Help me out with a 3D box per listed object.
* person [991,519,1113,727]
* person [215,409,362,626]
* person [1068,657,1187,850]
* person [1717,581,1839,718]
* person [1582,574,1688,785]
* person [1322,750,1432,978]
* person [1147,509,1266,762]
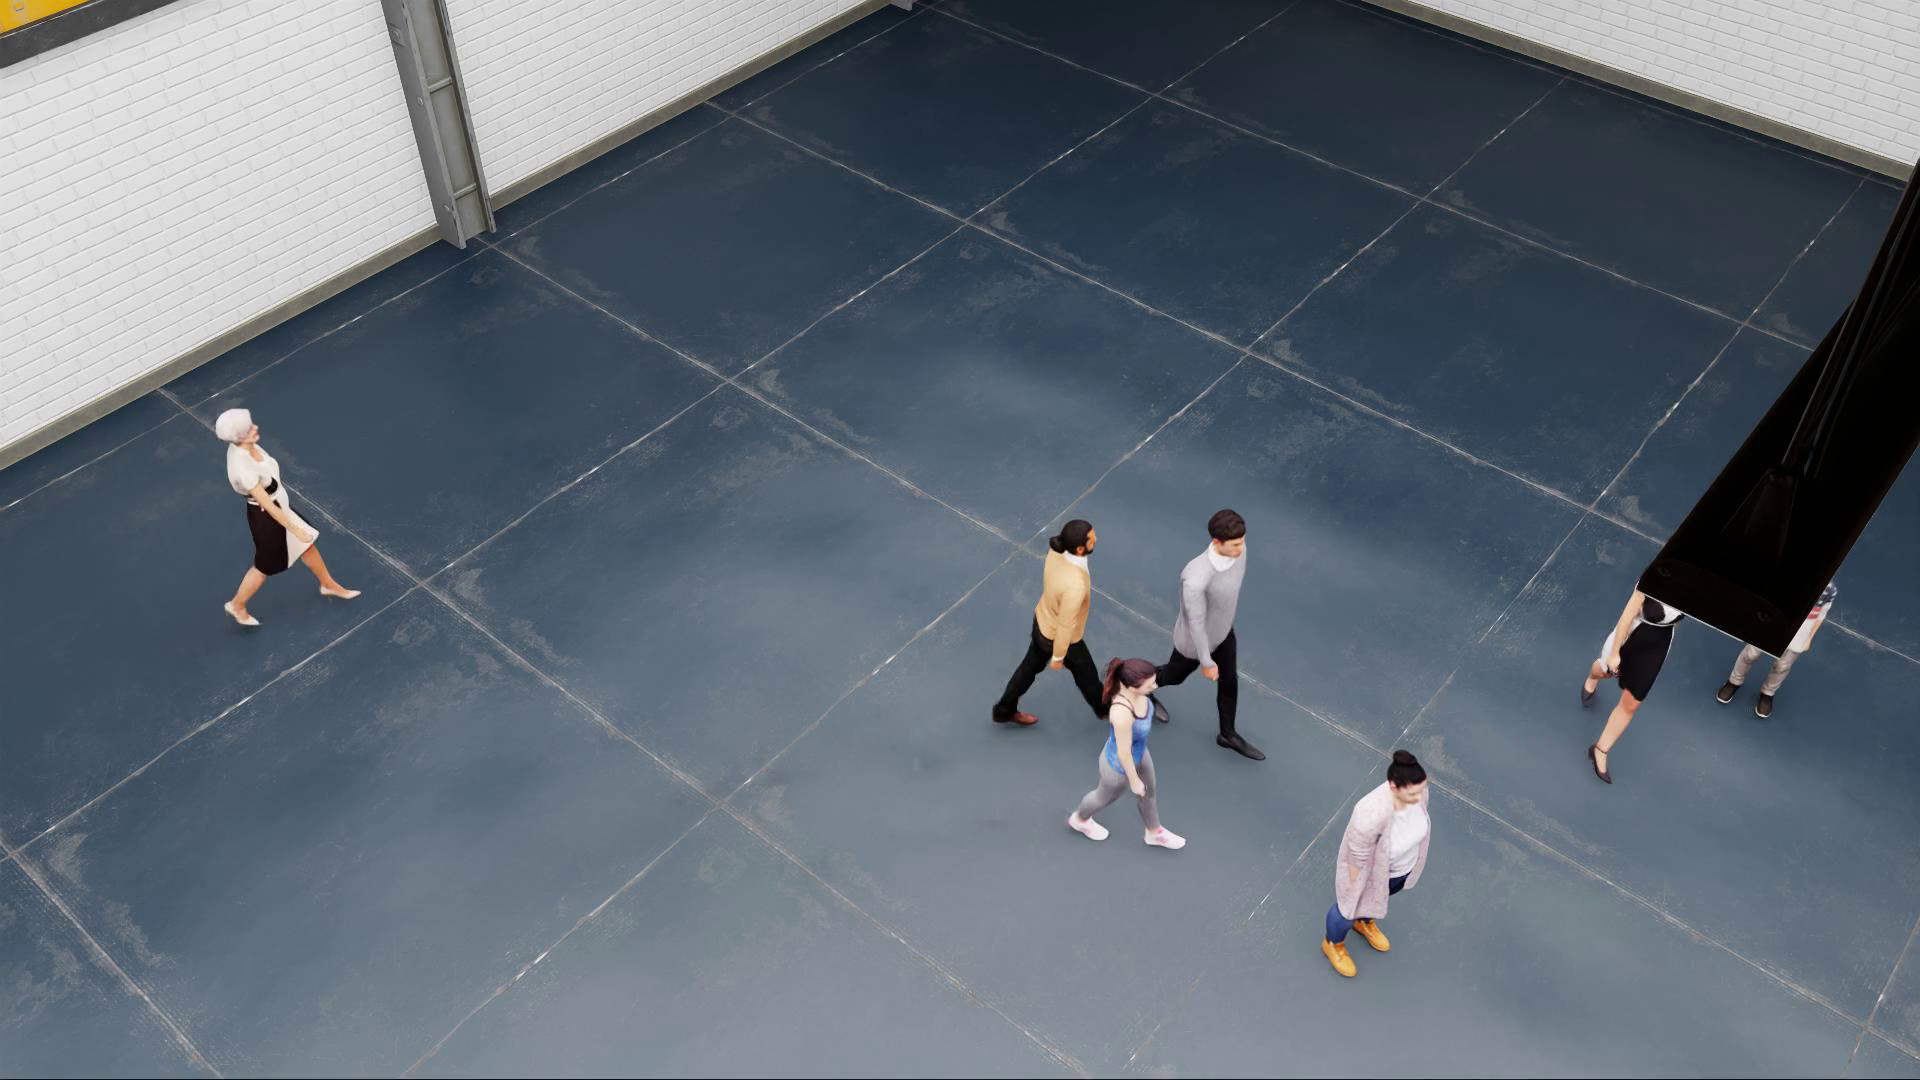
[{"bbox_3d":[0.528,0.575,10.160,1.272,1.707,1.119,-9,44,-10],"label":"person"},{"bbox_3d":[-4.608,-0.084,10.845,1.167,1.715,1.013,-10,45,-10],"label":"person"},{"bbox_3d":[0.889,1.243,9.547,0.815,1.584,0.946,15,46,15],"label":"person"},{"bbox_3d":[5.175,0.521,10.411,0.547,1.438,0.510,23,48,22],"label":"person"},{"bbox_3d":[4.082,0.602,10.111,1.018,1.735,1.146,6,44,6],"label":"person"},{"bbox_3d":[2.246,1.702,8.950,0.648,1.744,0.800,-27,50,-25],"label":"person"},{"bbox_3d":[1.394,0.516,10.083,1.167,1.897,0.869,-34,53,-31],"label":"person"}]
